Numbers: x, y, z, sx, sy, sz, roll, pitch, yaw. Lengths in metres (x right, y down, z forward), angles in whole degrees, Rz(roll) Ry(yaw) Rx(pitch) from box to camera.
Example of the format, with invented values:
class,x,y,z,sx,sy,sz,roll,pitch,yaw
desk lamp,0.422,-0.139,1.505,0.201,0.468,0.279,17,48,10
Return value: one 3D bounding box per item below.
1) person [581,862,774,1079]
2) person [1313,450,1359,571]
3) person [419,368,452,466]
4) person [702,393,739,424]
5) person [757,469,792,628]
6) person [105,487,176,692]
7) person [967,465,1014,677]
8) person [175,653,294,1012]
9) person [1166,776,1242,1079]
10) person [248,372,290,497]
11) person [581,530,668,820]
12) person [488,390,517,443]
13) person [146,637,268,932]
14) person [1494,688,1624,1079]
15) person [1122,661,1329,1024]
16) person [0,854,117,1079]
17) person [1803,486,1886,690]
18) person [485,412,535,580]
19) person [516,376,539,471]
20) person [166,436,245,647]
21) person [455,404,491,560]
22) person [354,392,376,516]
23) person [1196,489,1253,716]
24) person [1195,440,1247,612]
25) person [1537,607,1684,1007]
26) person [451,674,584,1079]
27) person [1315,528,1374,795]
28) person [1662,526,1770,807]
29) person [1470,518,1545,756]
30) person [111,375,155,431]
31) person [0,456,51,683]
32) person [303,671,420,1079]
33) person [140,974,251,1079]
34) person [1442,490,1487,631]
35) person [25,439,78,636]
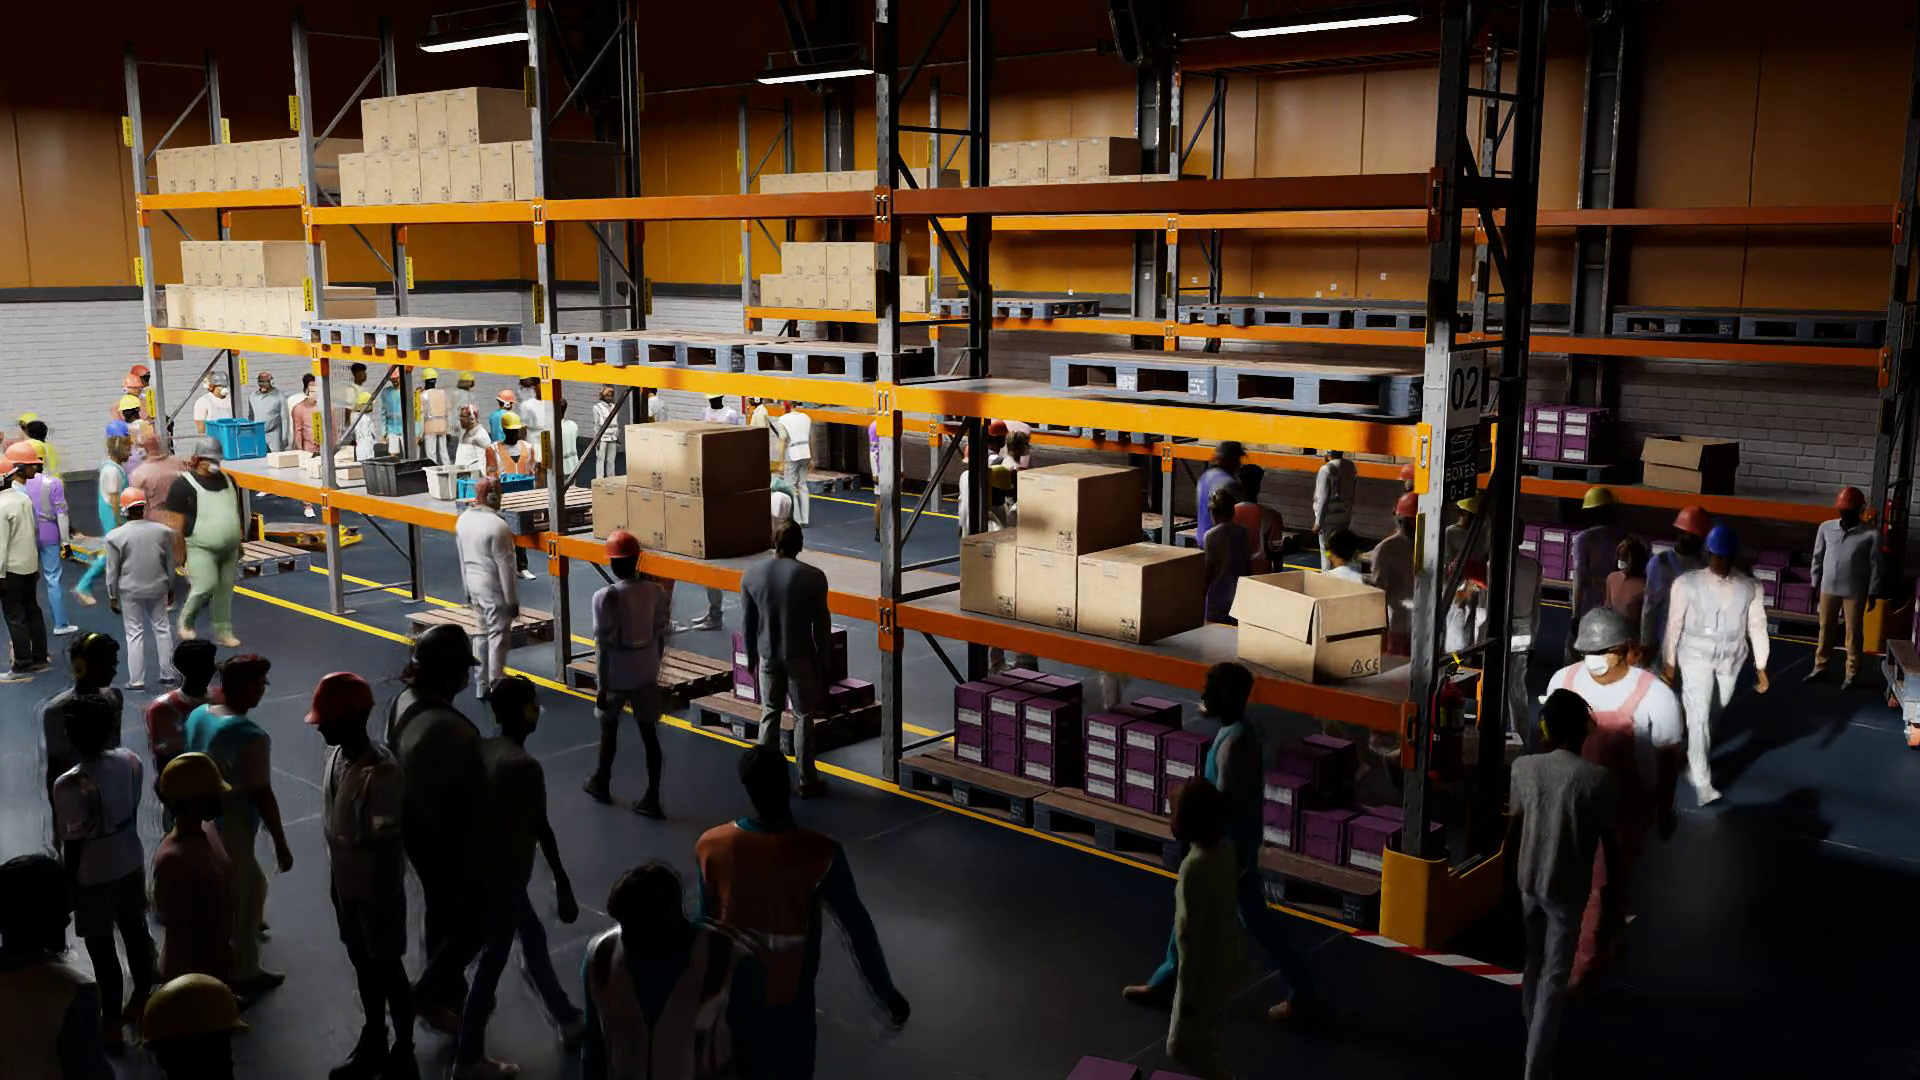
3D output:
class,x,y,z,sx,sy,sz,roll,pitch,yaw
person,-0.937,1.901,5.648,0.669,1.797,0.826,2,10,9
person,3.960,-0.249,17.689,0.588,1.833,0.404,-9,14,-42
person,-8.056,-1.669,25.447,0.381,1.924,0.593,8,13,37
person,-3.303,-1.193,22.783,0.584,1.919,0.381,5,11,25
person,-1.758,0.215,15.063,0.563,1.841,0.398,-8,13,-38
person,-6.980,0.415,14.177,0.349,1.745,0.565,9,14,42
person,0.298,0.287,14.444,0.397,1.912,0.589,6,12,31
person,-3.515,1.441,8.174,0.585,1.808,0.651,8,13,39
person,1.065,1.780,6.822,0.511,1.610,0.541,5,11,28
person,-10.422,-1.587,25.077,0.643,1.900,0.400,1,10,7
person,-2.273,0.869,11.141,0.557,1.901,0.900,-7,12,-36
person,-6.478,-1.275,23.753,0.575,1.740,0.349,9,13,41
person,-4.185,1.344,9.130,0.762,1.672,0.540,7,12,35
person,2.653,1.577,7.401,0.752,1.817,0.540,-8,13,-39
person,1.341,1.469,8.094,0.990,1.805,0.518,1,10,5
person,-2.875,1.920,5.193,0.587,1.915,0.397,3,10,17
person,7.557,0.402,14.234,0.346,1.746,0.573,-8,13,-39
person,-5.040,-0.485,18.753,0.585,1.928,0.379,-8,13,-39
person,-7.253,-2.021,27.996,0.494,1.730,0.325,3,10,14
person,-7.026,0.009,15.638,0.582,2.000,0.679,5,11,28
person,-5.800,-0.665,19.829,0.399,1.910,0.643,-6,12,-32
person,-8.325,-1.210,23.375,0.295,1.744,0.488,-7,12,-34
person,2.152,0.512,13.411,0.676,1.822,0.507,-8,13,-40
person,2.494,0.020,15.581,0.536,2.000,0.682,-3,10,-16
person,3.293,1.265,8.537,1.035,2.000,0.685,-8,13,-40
person,-1.996,1.528,7.663,0.925,1.814,0.645,-9,14,-43
person,2.662,0.850,11.510,0.589,1.827,0.767,-5,11,-27
person,5.156,0.842,11.322,0.616,1.891,0.979,0,10,3
person,3.922,0.749,11.937,0.578,1.878,0.340,-5,11,-28
person,-11.518,-1.317,23.302,0.414,1.988,0.637,7,12,36
person,-8.248,0.246,14.464,0.406,1.987,0.617,-1,10,-4
person,-2.672,1.521,7.409,0.544,1.930,0.387,9,14,42
person,-1.865,2.087,4.392,0.677,1.871,0.661,-4,11,-20
person,4.232,0.445,13.978,0.524,1.760,0.326,-6,12,-30
person,-8.913,-0.016,16.103,0.590,1.927,0.367,-1,10,-5
